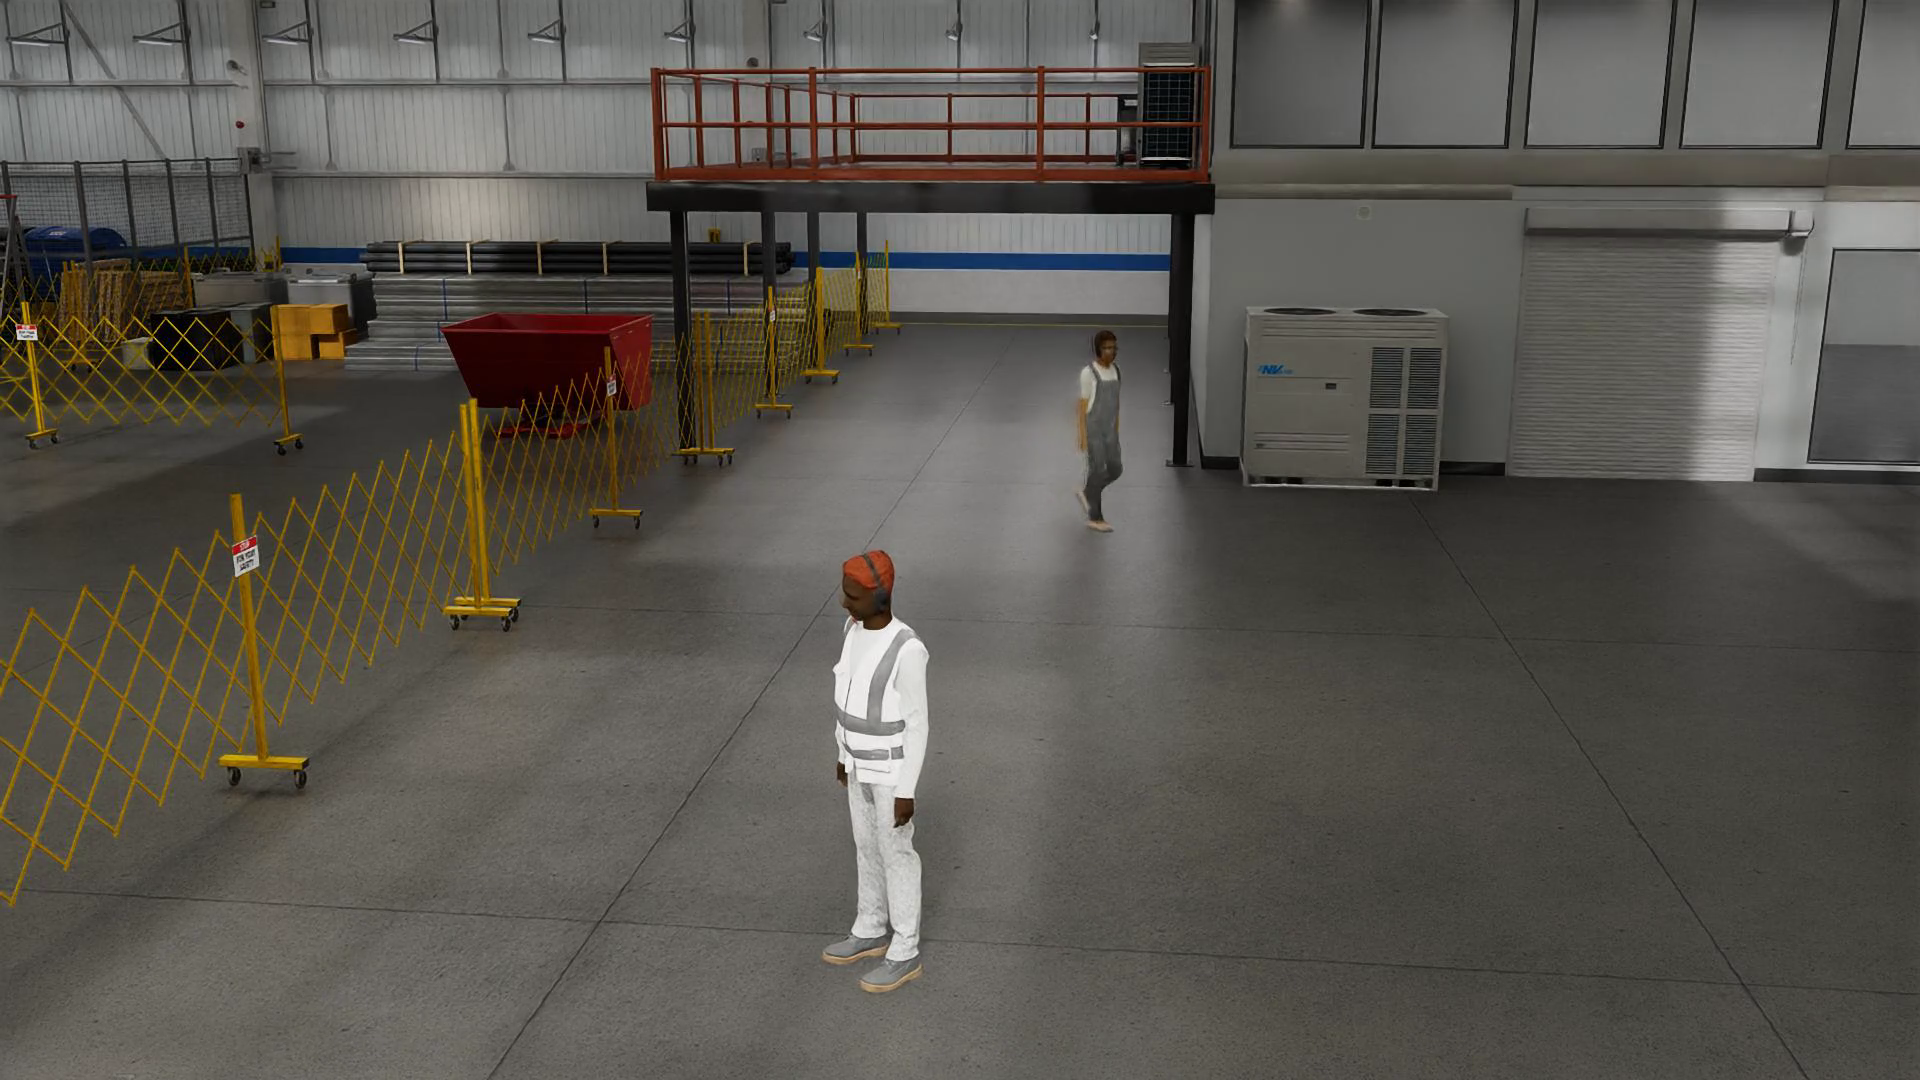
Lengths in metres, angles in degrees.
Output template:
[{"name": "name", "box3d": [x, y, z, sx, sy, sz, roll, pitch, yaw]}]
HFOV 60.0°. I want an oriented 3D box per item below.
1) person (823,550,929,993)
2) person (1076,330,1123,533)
[{"name": "person", "box3d": [-0.348, 0.953, 6.964, 0.355, 1.887, 0.574, -9, 16, -32]}, {"name": "person", "box3d": [1.231, -0.991, 15.047, 0.518, 1.832, 0.495, -10, 17, -37]}]
